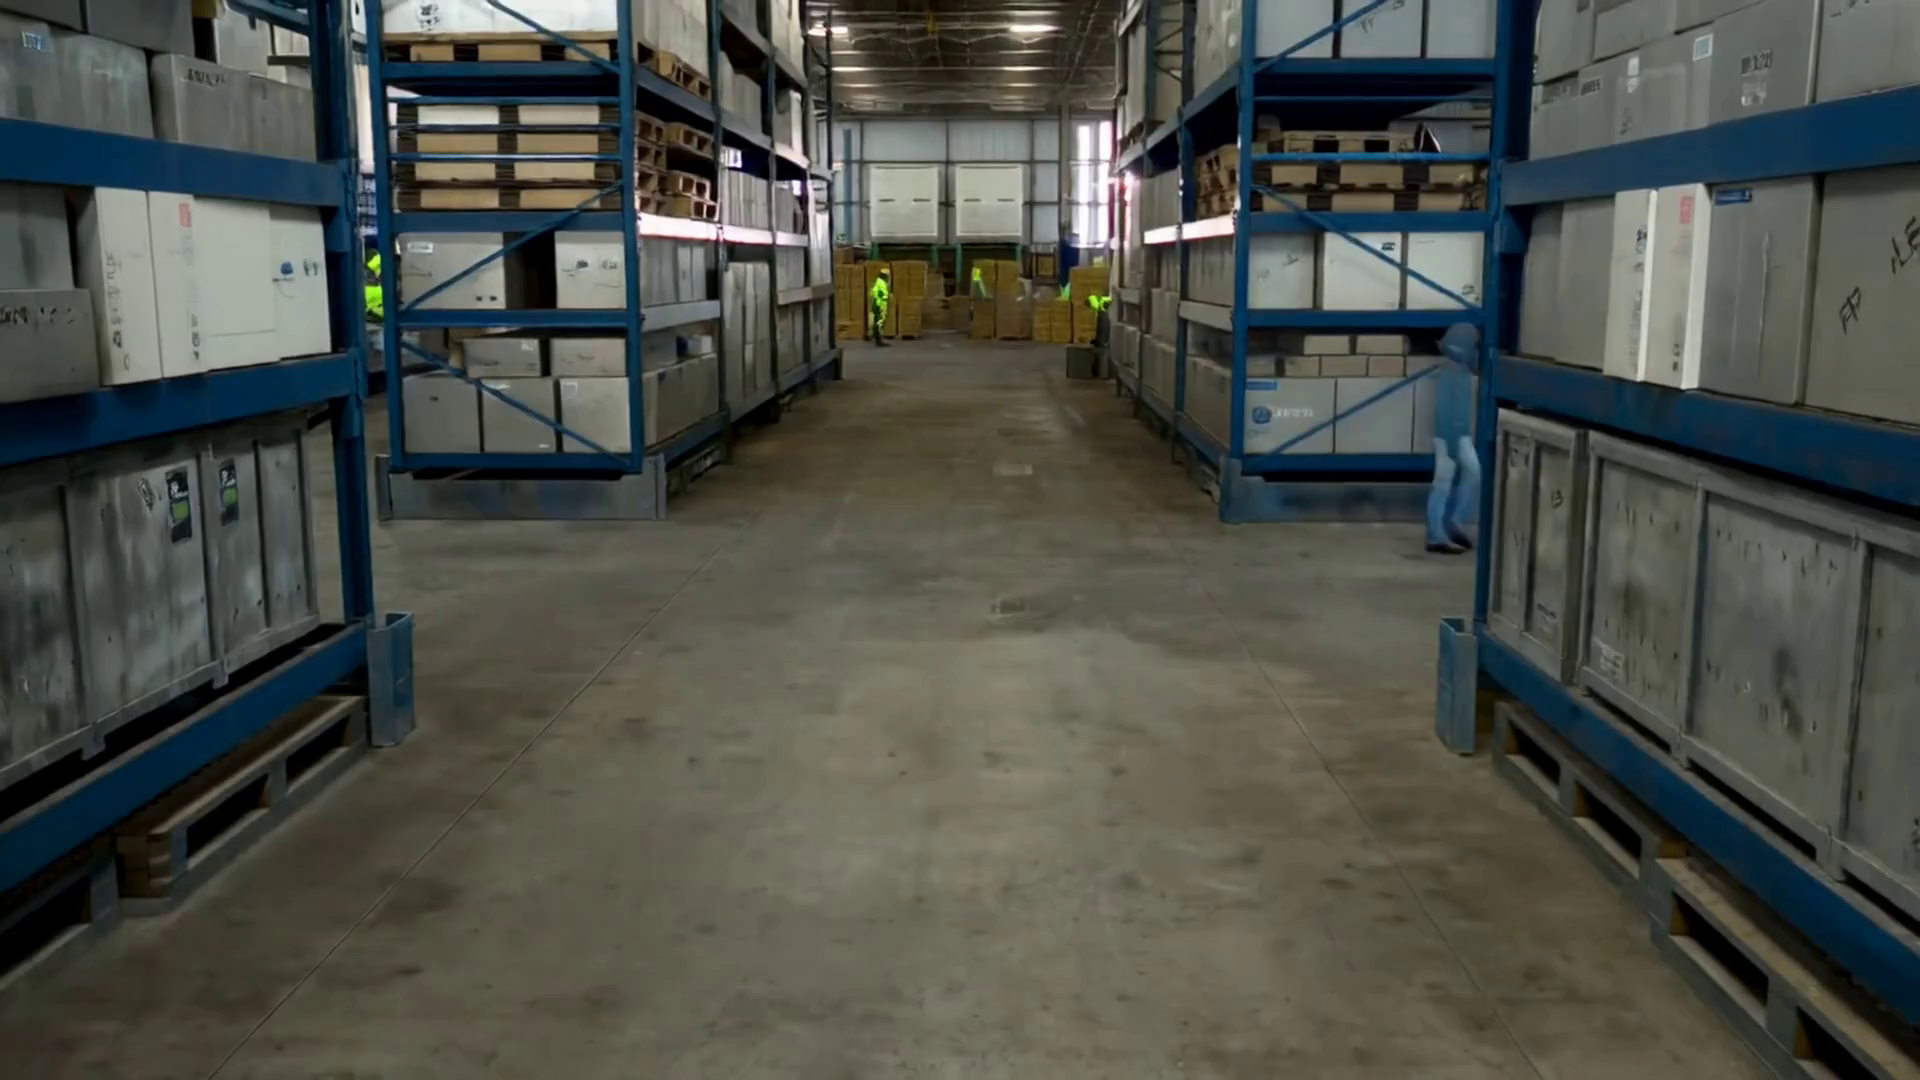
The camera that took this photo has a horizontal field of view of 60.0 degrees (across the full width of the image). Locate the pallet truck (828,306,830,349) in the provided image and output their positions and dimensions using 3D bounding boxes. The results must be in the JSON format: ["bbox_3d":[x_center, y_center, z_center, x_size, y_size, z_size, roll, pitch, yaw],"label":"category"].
[{"bbox_3d":[-3.100,-3.940,29.800,1.885,1.965,0.823,3,10,19],"label":"pallet truck"}]

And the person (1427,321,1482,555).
[{"bbox_3d":[3.469,-0.688,11.432,0.493,1.618,0.525,5,11,26],"label":"person"}]

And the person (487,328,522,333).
[{"bbox_3d":[-5.710,-2.440,21.092,0.640,1.909,0.409,7,12,38],"label":"person"}]

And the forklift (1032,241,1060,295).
[{"bbox_3d":[3.181,-9.726,61.818,1.129,2.768,1.873,0,9,1],"label":"forklift"}]

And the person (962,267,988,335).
[{"bbox_3d":[0.426,-6.476,45.329,0.905,1.879,0.605,1,10,7],"label":"person"}]

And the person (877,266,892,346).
[{"bbox_3d":[-1.843,-5.695,40.491,0.363,1.935,0.553,-1,10,-5],"label":"person"}]

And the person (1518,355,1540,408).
[{"bbox_3d":[5.193,-1.423,14.652,0.630,2.017,0.698,0,9,-1],"label":"person"}]

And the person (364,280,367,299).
[{"bbox_3d":[-21.653,-8.813,59.816,0.550,1.712,0.920,-1,10,-4],"label":"person"}]
